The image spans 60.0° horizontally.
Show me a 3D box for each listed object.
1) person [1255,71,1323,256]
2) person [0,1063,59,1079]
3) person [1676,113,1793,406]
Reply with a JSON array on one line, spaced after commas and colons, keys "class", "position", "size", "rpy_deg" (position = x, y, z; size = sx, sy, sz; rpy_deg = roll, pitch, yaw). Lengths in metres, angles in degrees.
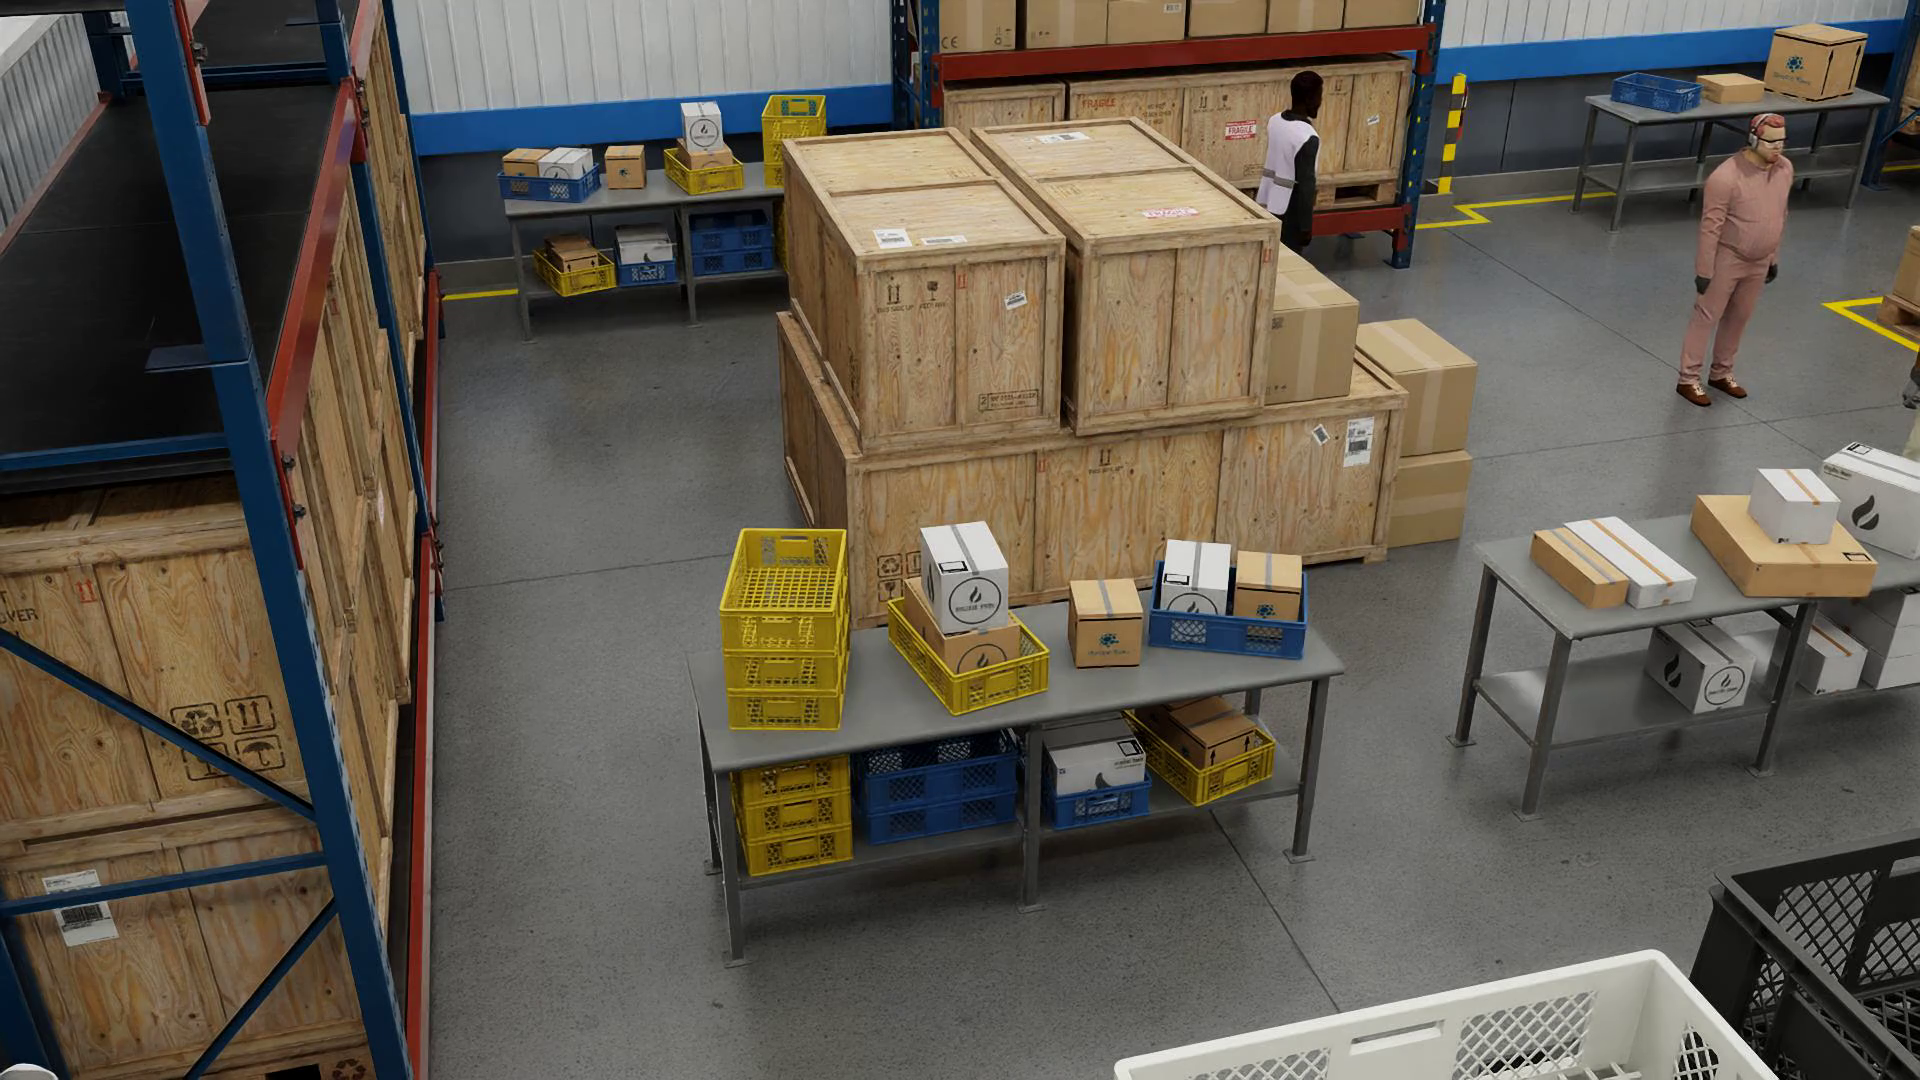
[{"class": "person", "position": [2.271, -2.290, 11.561], "size": [0.383, 1.912, 0.593], "rpy_deg": [-8, 30, -14]}, {"class": "person", "position": [-2.173, 1.886, 4.002], "size": [0.355, 1.887, 0.574], "rpy_deg": [-12, 31, -21]}, {"class": "person", "position": [4.992, -1.788, 10.664], "size": [0.647, 1.901, 0.402], "rpy_deg": [-11, 31, -19]}]
